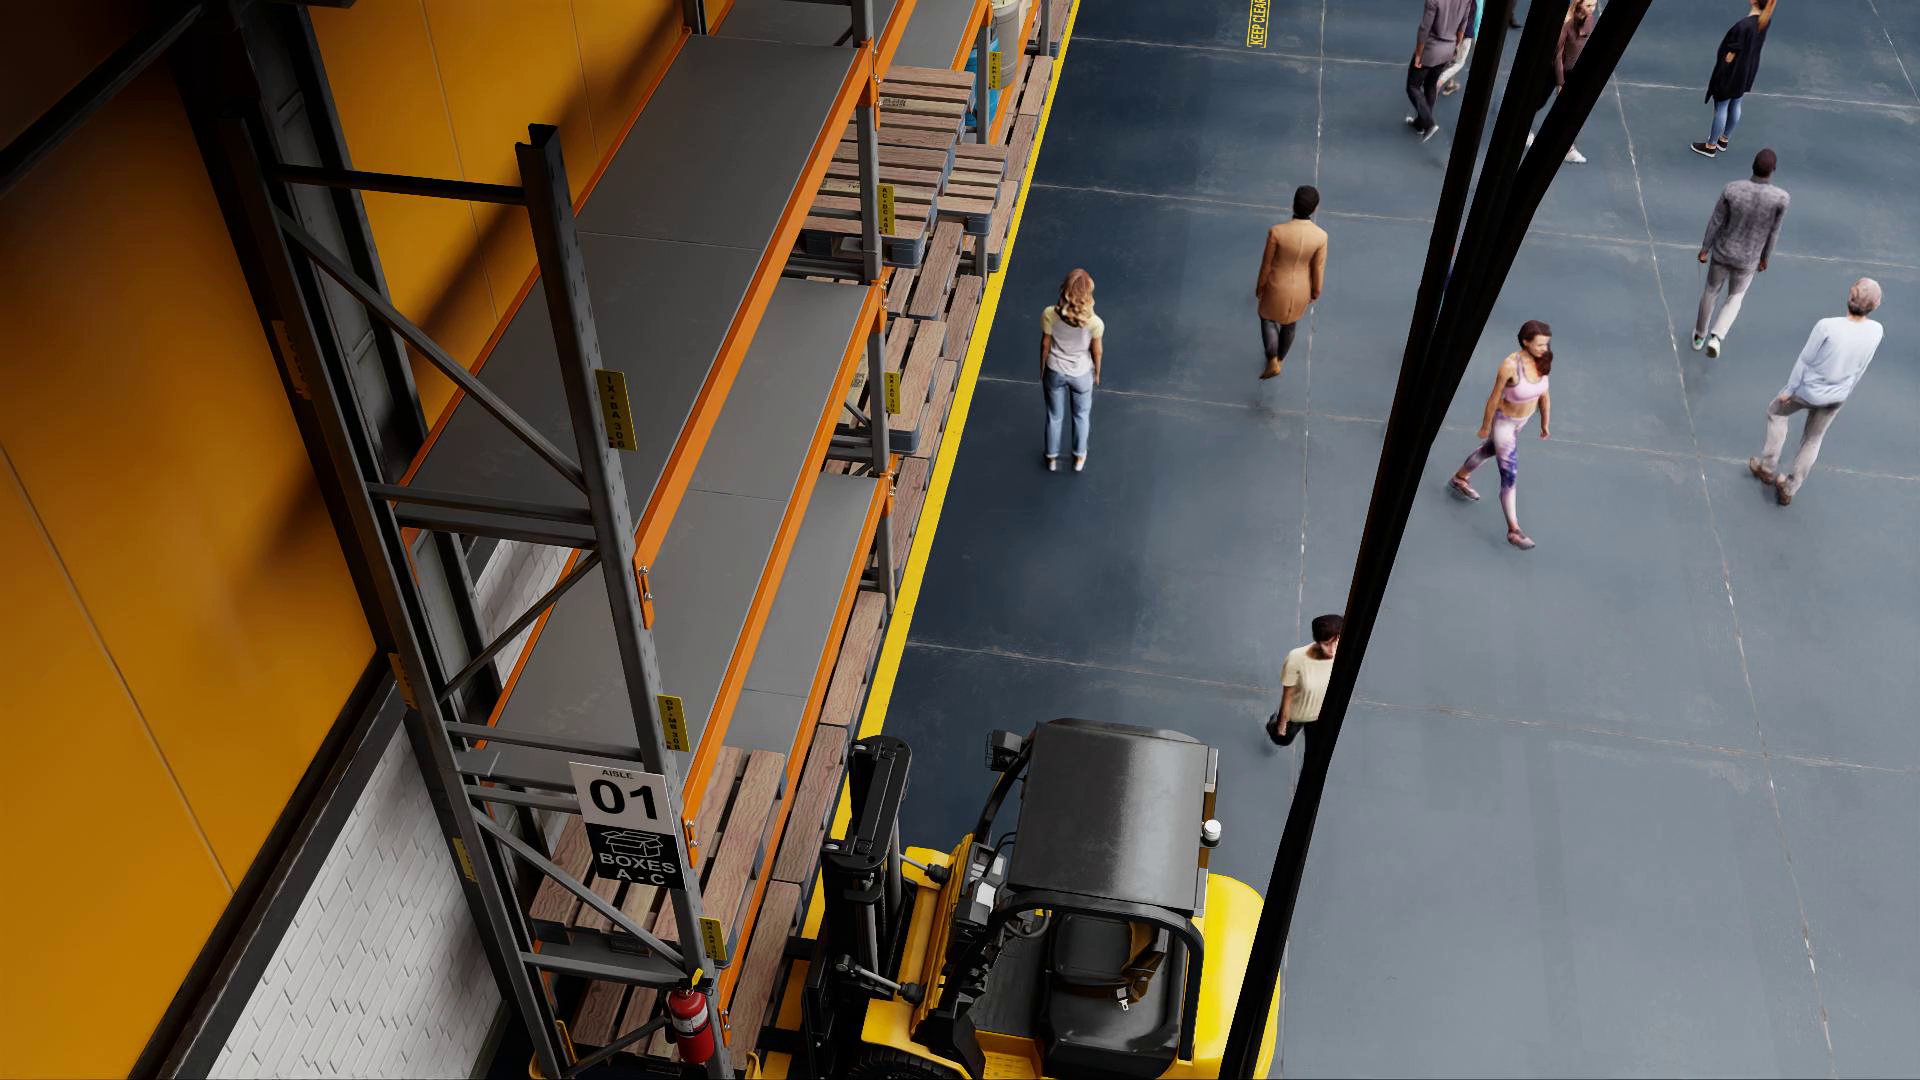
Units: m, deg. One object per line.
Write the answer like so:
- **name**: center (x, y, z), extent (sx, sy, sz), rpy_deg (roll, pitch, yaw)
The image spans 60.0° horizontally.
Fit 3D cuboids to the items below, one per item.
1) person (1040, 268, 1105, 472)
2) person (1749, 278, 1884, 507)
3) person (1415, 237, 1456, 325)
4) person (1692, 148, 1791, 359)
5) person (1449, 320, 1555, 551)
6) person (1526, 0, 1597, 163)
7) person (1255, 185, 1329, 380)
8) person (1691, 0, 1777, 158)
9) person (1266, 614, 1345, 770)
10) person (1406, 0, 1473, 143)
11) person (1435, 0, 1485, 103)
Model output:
- **person**: center (0.808, -1.215, 12.245), extent (0.625, 1.714, 0.572), rpy_deg (6, 44, 7)
- **person**: center (6.169, -0.993, 11.898), extent (0.693, 1.870, 0.706), rpy_deg (4, 44, 4)
- **person**: center (3.779, -1.939, 13.336), extent (0.563, 1.256, 0.419), rpy_deg (5, 44, 5)
- **person**: center (6.157, -2.220, 13.222), extent (0.810, 1.821, 0.918), rpy_deg (18, 46, 18)
- **person**: center (3.860, -0.863, 11.873), extent (1.076, 1.716, 1.199), rpy_deg (-22, 48, -22)
- **person**: center (5.584, -4.426, 15.649), extent (0.950, 1.666, 1.108), rpy_deg (-17, 46, -17)
- **person**: center (2.568, -1.944, 13.012), extent (0.717, 1.710, 0.853), rpy_deg (2, 44, 3)
- **person**: center (7.300, -4.400, 15.610), extent (0.721, 1.683, 0.759), rpy_deg (-21, 47, -20)
- **person**: center (2.070, 0.981, 10.050), extent (0.746, 1.561, 1.035), rpy_deg (-3, 44, -3)
- **person**: center (4.534, -4.604, 15.713), extent (0.920, 1.835, 1.033), rpy_deg (-13, 45, -14)
- **person**: center (4.891, -5.022, 16.402), extent (0.935, 1.491, 0.847), rpy_deg (-32, 52, -29)
